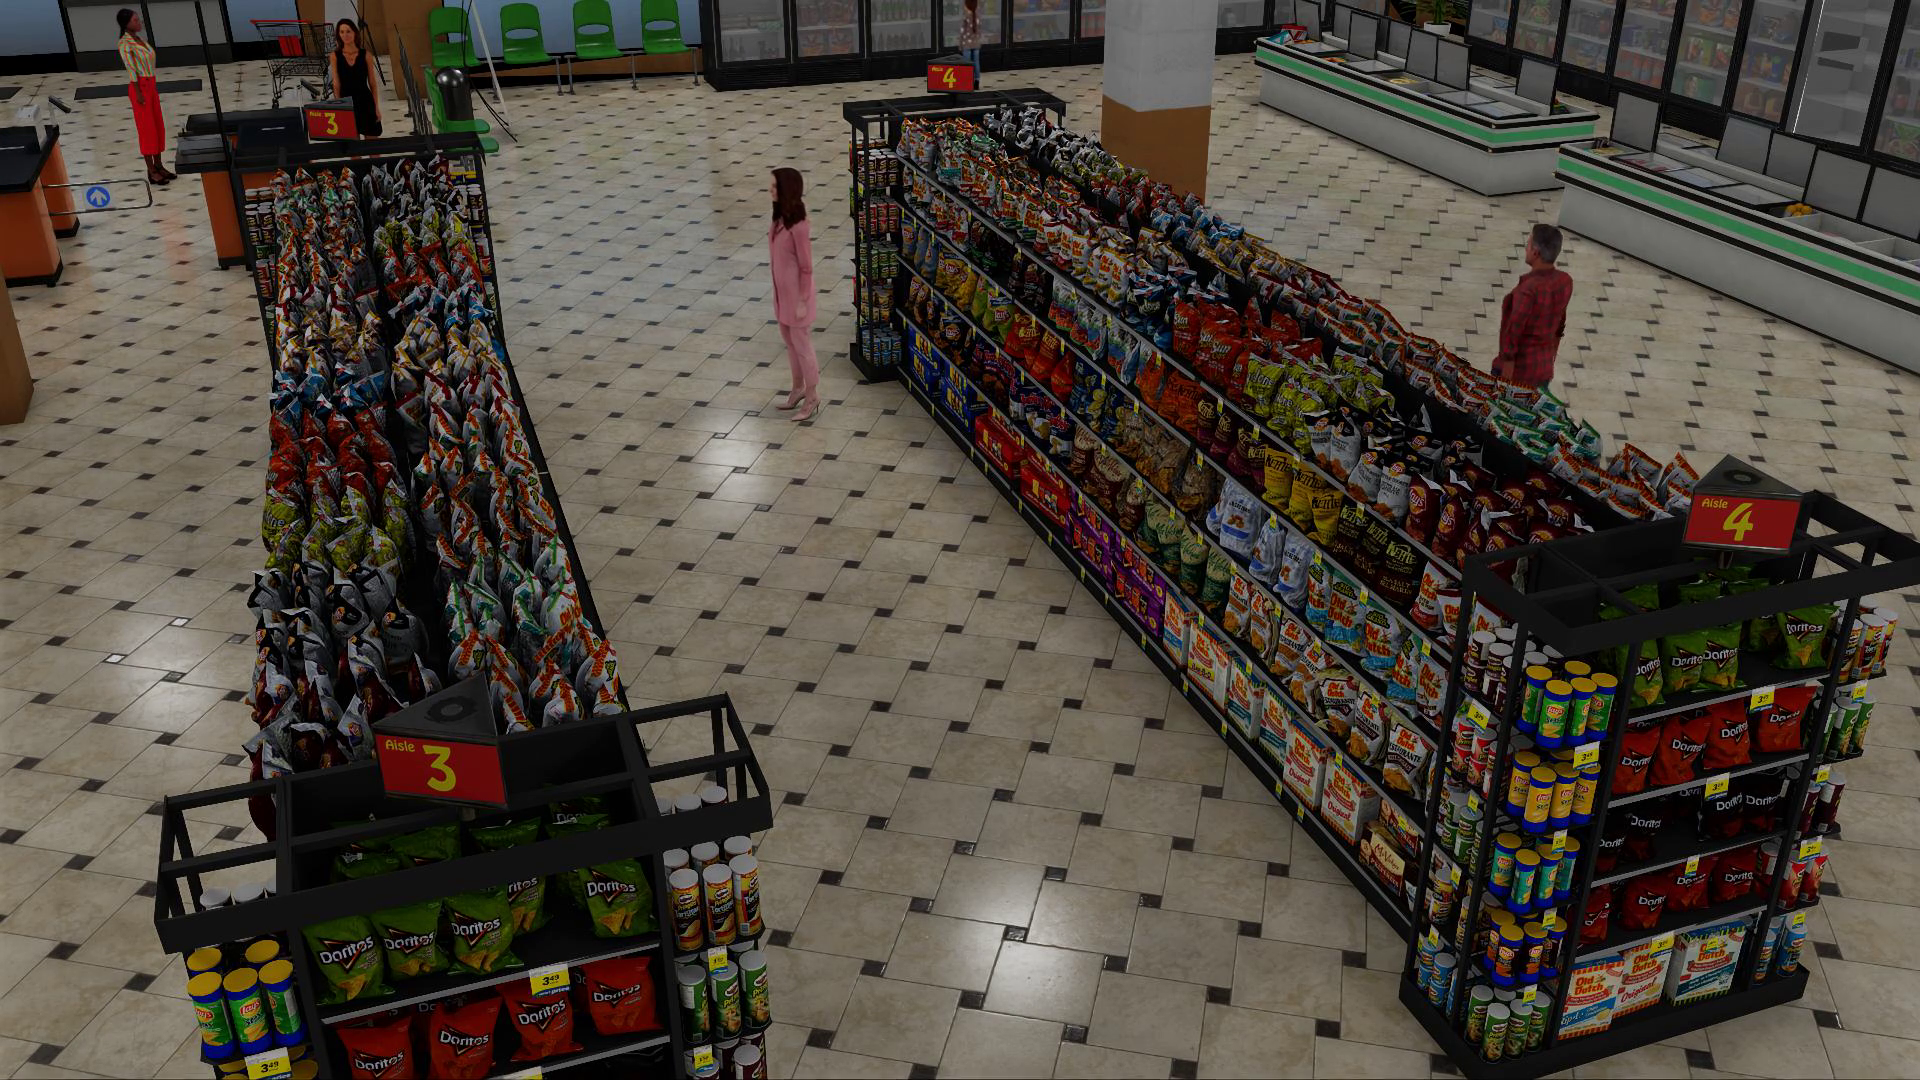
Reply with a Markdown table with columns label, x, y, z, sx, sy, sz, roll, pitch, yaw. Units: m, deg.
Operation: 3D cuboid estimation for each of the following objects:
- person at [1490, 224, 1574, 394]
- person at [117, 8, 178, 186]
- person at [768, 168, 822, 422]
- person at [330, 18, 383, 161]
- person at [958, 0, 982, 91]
| label | x | y | z | sx | sy | sz | roll | pitch | yaw |
| --- | --- | --- | --- | --- | --- | --- | --- | --- | --- |
| person | 3.561 | -1.024 | 10.276 | 0.868 | 1.805 | 1.181 | -17 | 31 | -30 |
| person | -8.546 | -4.644 | 17.430 | 0.723 | 1.793 | 0.576 | -1 | 27 | -1 |
| person | -1.158 | -1.721 | 11.655 | 0.688 | 1.801 | 0.488 | -13 | 30 | -24 |
| person | -6.010 | -4.267 | 16.638 | 0.588 | 1.834 | 0.529 | -8 | 28 | -15 |
| person | 0.142 | -6.497 | 21.745 | 0.513 | 1.193 | 0.500 | -15 | 30 | -27 |
